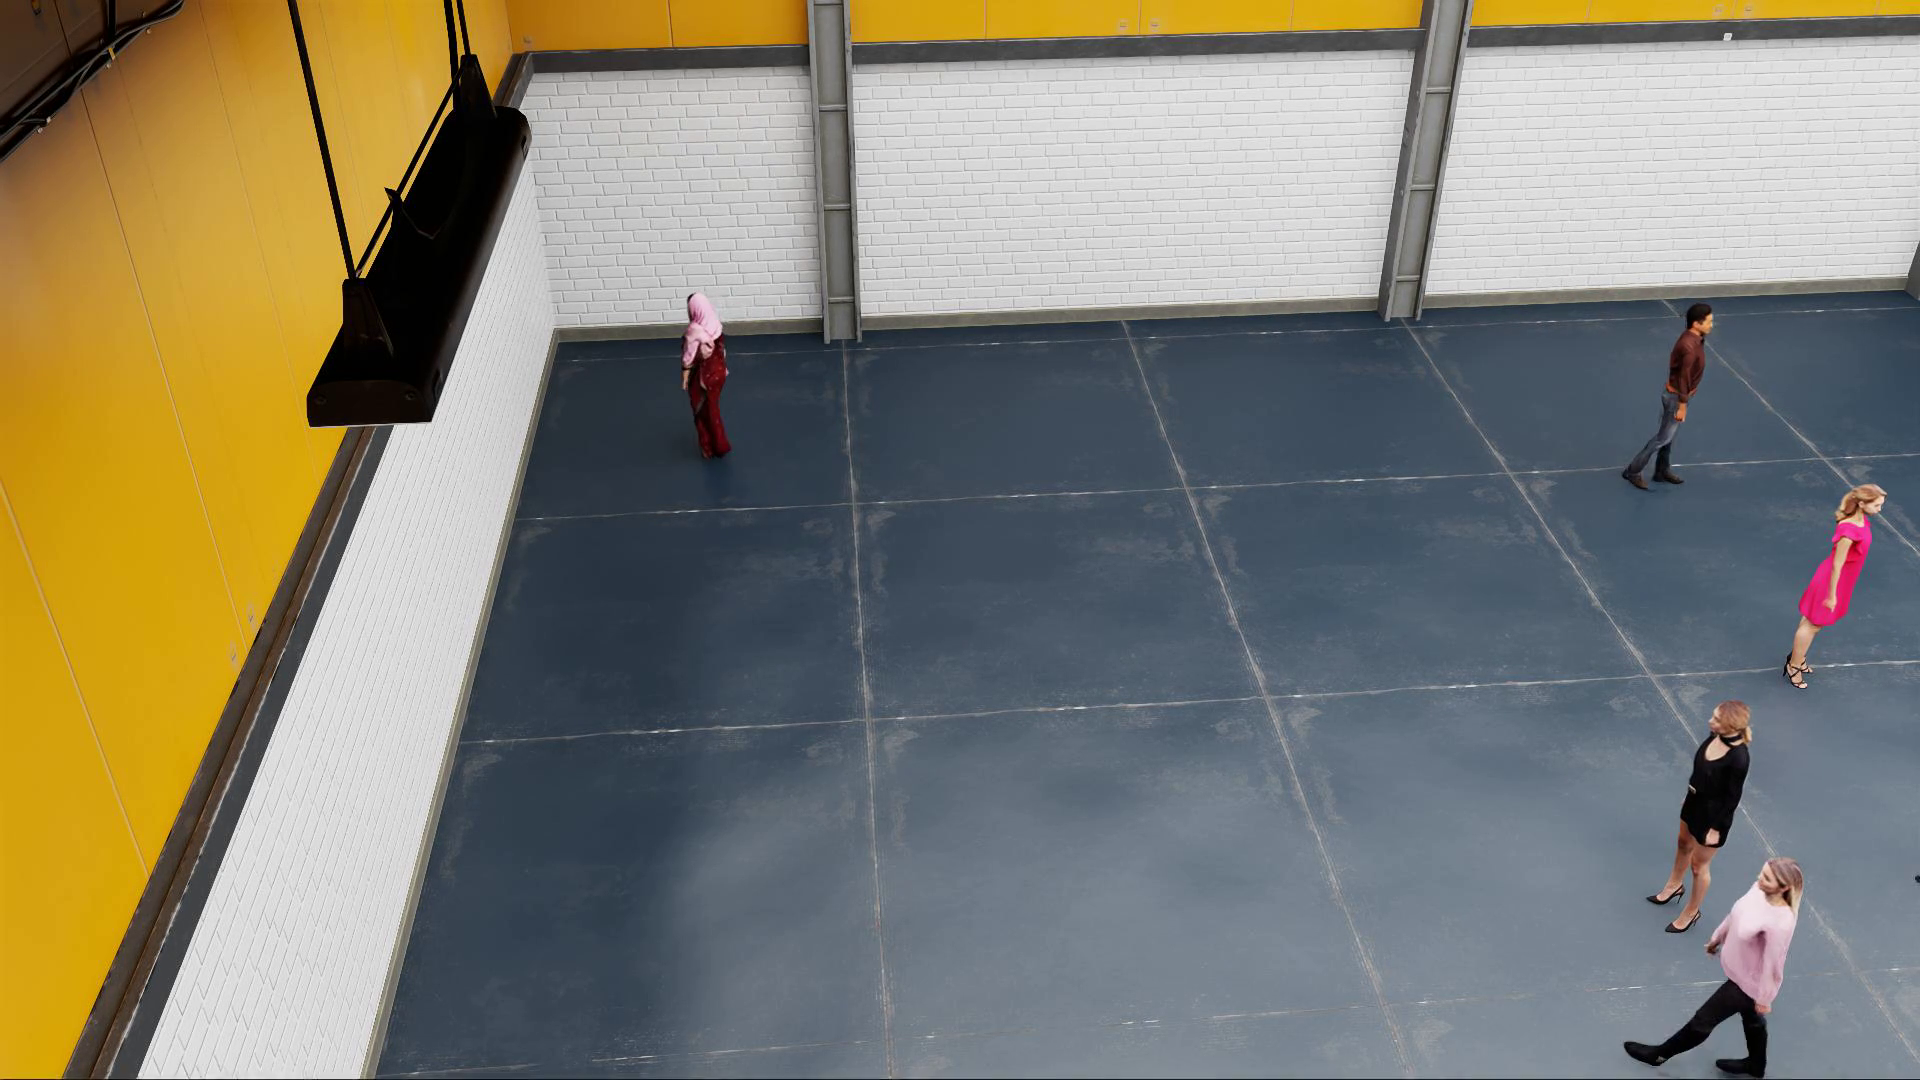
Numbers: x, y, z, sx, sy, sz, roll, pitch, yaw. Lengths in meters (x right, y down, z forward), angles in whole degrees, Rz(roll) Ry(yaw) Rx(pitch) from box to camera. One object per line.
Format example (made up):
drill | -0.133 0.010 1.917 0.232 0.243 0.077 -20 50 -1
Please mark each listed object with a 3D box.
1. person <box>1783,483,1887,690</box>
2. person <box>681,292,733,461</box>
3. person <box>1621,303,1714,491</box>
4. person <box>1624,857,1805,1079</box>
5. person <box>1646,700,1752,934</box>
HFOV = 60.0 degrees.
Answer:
person | 6.423 0.310 12.274 0.716 1.726 0.666 22 40 30
person | -2.244 -1.476 15.035 0.878 1.644 0.829 19 38 26
person | 6.261 -1.267 14.595 0.918 1.783 0.843 14 36 20
person | 4.450 2.406 9.190 1.114 1.650 0.822 6 34 9
person | 4.558 1.679 10.177 0.510 1.767 0.573 -2 34 -3
